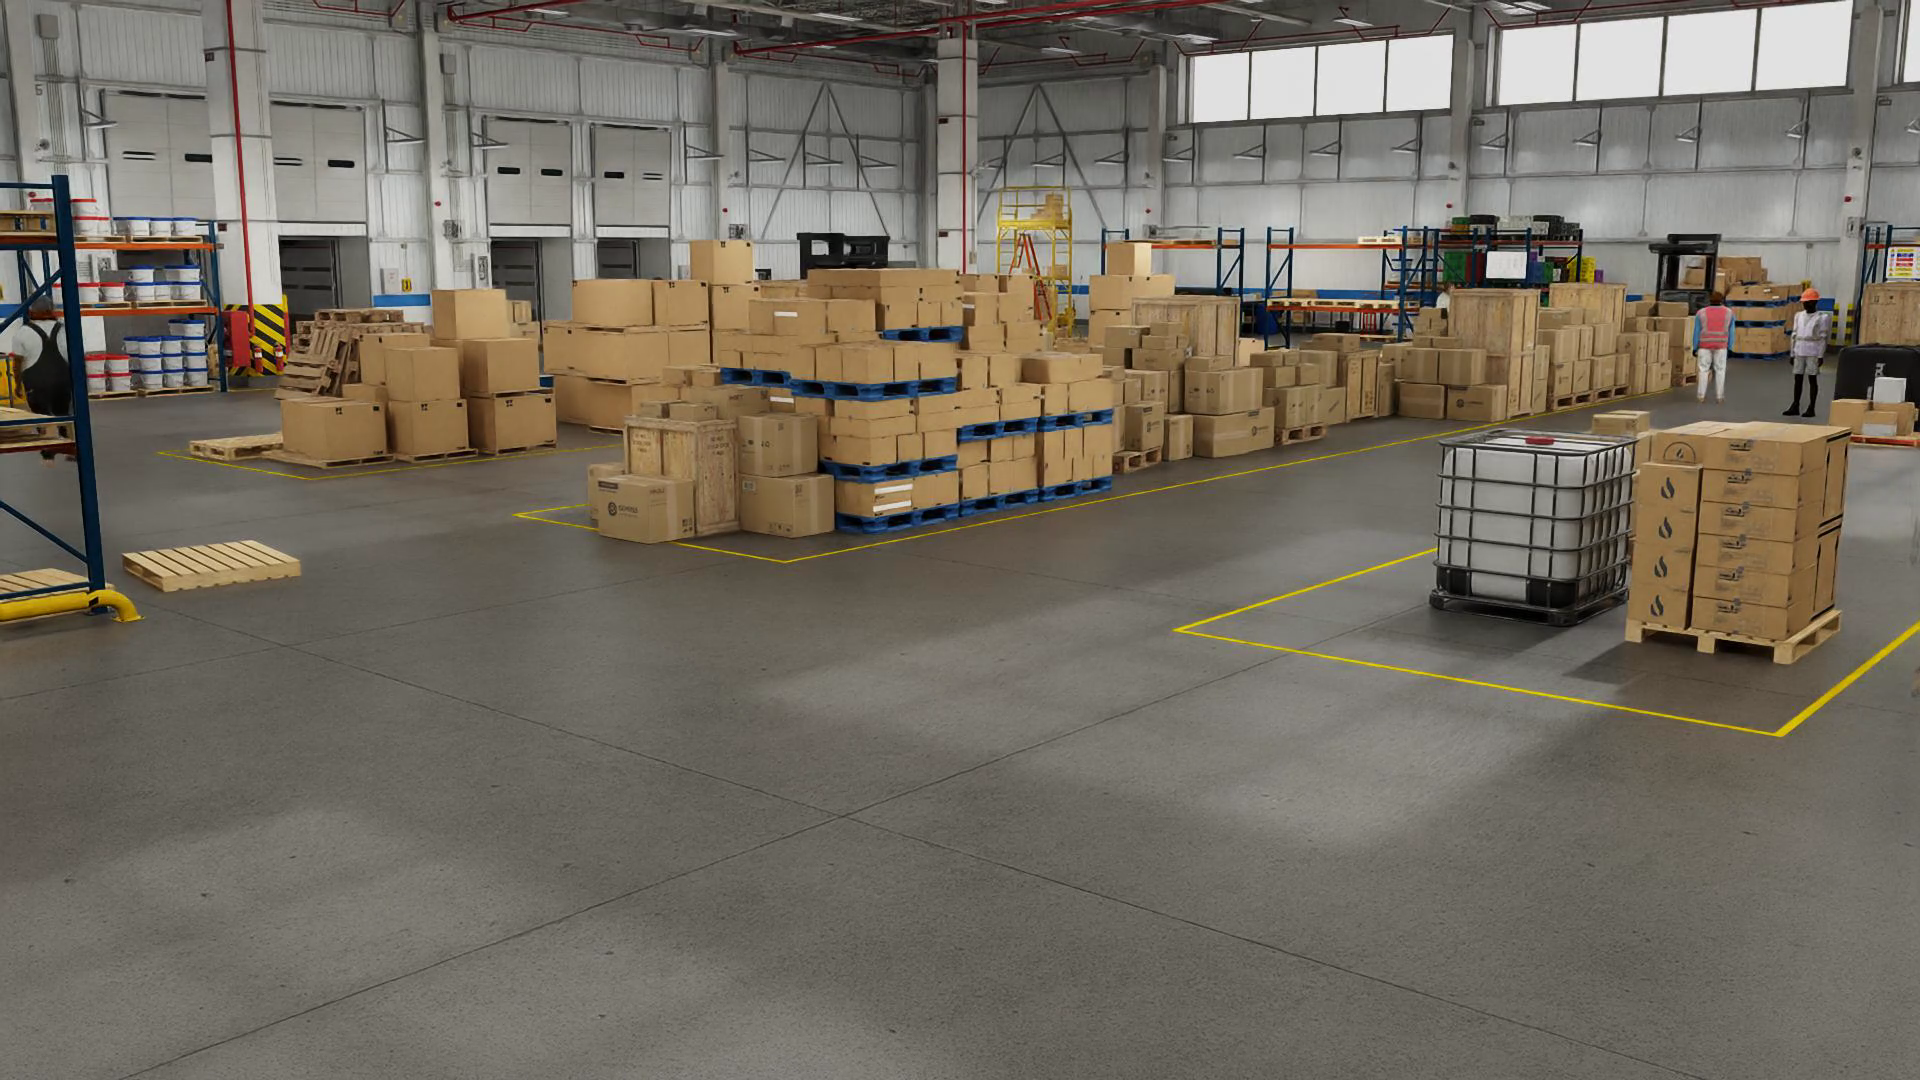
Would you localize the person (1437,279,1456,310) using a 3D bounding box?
[{"bbox_3d":[9.727,-4.265,33.355,0.355,1.936,0.635,6,12,30],"label":"person"}]

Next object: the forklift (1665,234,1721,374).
[{"bbox_3d":[14.502,-4.685,33.066,1.129,2.768,1.873,8,13,40],"label":"forklift"}]

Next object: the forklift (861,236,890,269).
[{"bbox_3d":[-1.968,-5.724,38.983,1.873,2.768,1.129,-5,11,-28],"label":"forklift"}]

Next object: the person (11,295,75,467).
[{"bbox_3d":[-10.702,-1.874,19.448,0.542,2.000,0.689,9,14,43],"label":"person"}]

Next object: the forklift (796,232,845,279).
[{"bbox_3d":[-2.550,-4.254,30.610,1.873,2.768,1.129,8,13,40],"label":"forklift"}]

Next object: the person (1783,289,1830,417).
[{"bbox_3d":[12.808,-2.823,25.148,0.379,1.938,0.547,-6,12,-31],"label":"person"}]

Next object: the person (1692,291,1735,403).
[{"bbox_3d":[12.388,-3.165,27.367,0.634,1.841,0.429,3,10,17],"label":"person"}]

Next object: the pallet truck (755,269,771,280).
[{"bbox_3d":[-4.996,-6.432,45.525,1.885,1.965,0.823,-6,12,-32],"label":"pallet truck"}]

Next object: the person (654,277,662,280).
[{"bbox_3d":[-6.518,-4.725,36.022,0.636,1.929,0.385,-5,11,-26],"label":"person"}]
